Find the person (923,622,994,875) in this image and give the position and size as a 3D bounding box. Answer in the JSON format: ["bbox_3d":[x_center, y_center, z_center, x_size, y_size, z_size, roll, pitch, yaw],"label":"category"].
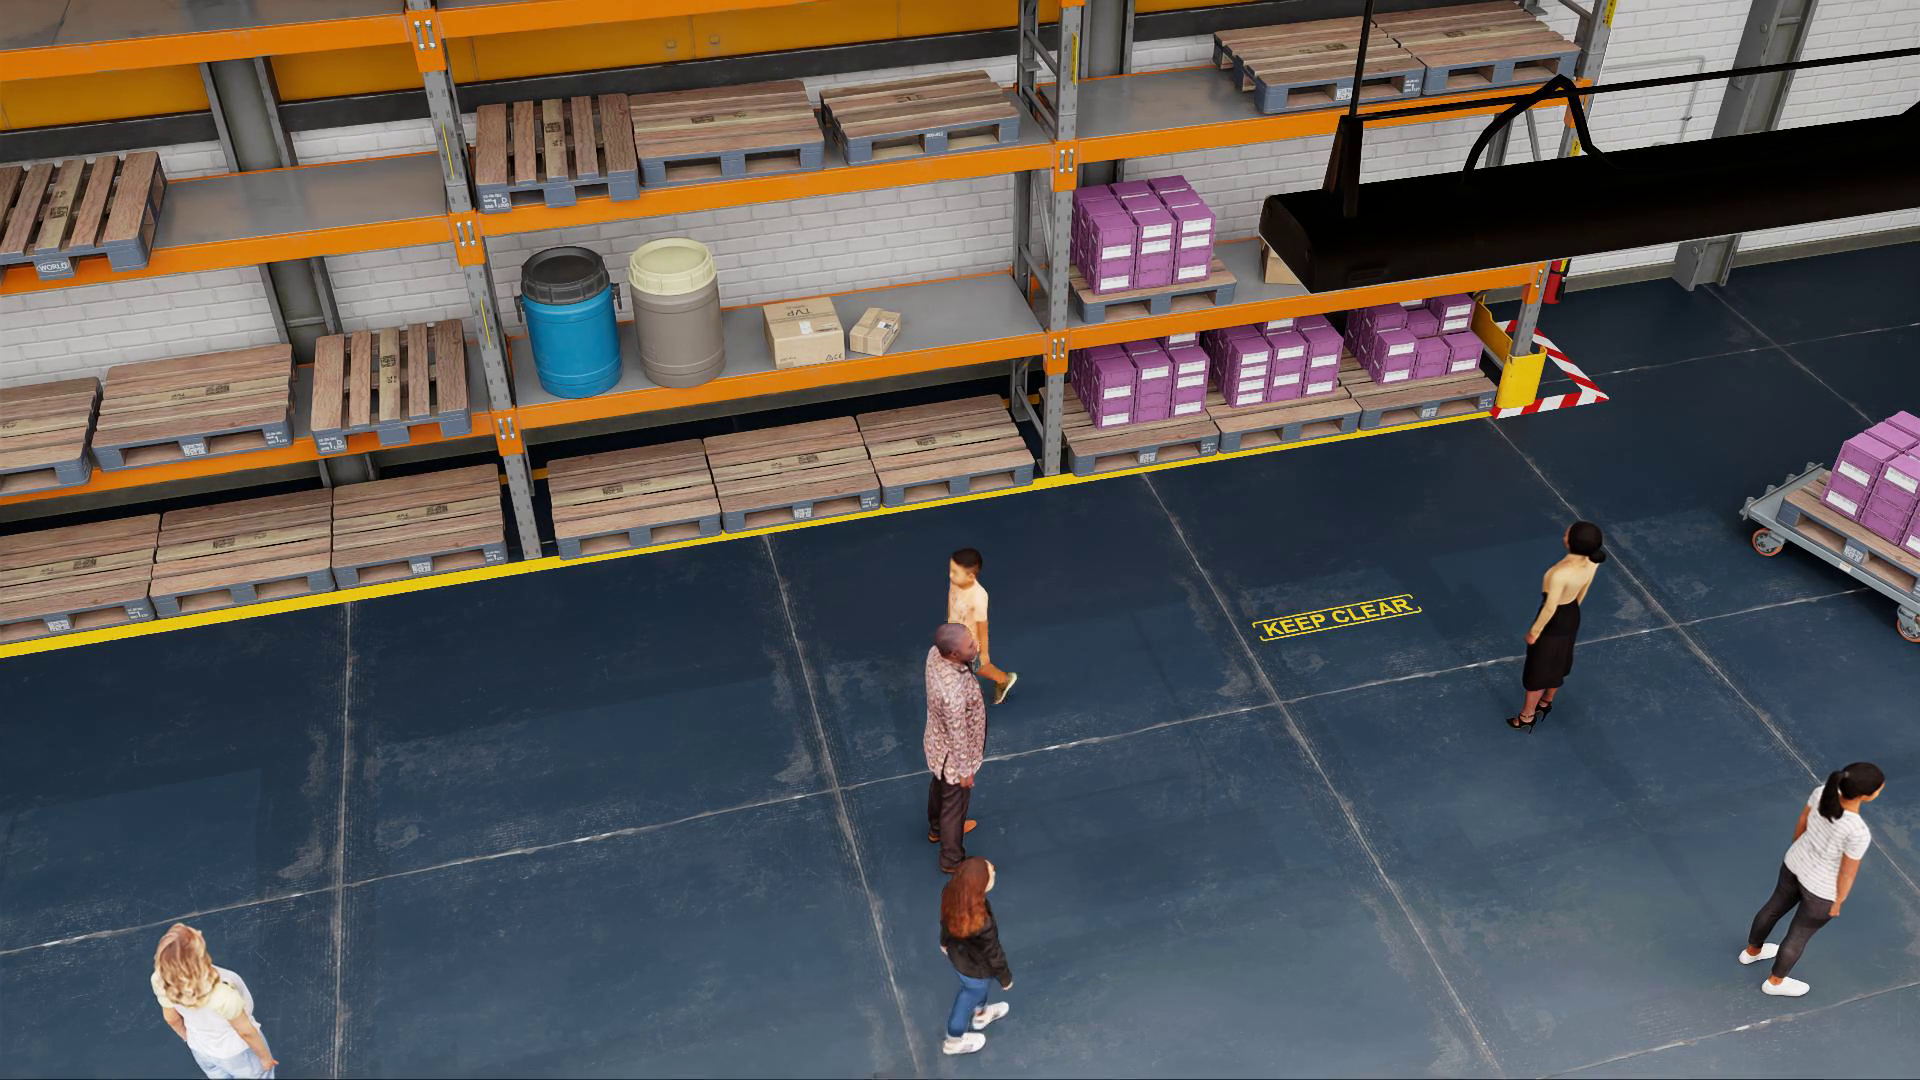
[{"bbox_3d":[-0.050,1.171,9.491,0.577,1.808,0.673,-8,39,-10],"label":"person"}]

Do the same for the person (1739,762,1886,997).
[{"bbox_3d":[4.547,1.781,8.858,0.526,1.645,0.577,-7,39,-9],"label":"person"}]

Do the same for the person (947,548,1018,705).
[{"bbox_3d":[0.099,0.617,10.481,1.015,1.439,0.707,-20,43,-23],"label":"person"}]

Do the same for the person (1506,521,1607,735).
[{"bbox_3d":[3.726,0.539,10.406,0.587,1.653,0.700,-25,45,-28],"label":"person"}]

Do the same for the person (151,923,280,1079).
[{"bbox_3d":[-3.517,2.435,7.977,0.650,1.723,0.771,9,39,11],"label":"person"}]

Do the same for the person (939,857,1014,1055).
[{"bbox_3d":[-0.002,2.169,8.515,0.724,1.466,0.647,-18,42,-21],"label":"person"}]
